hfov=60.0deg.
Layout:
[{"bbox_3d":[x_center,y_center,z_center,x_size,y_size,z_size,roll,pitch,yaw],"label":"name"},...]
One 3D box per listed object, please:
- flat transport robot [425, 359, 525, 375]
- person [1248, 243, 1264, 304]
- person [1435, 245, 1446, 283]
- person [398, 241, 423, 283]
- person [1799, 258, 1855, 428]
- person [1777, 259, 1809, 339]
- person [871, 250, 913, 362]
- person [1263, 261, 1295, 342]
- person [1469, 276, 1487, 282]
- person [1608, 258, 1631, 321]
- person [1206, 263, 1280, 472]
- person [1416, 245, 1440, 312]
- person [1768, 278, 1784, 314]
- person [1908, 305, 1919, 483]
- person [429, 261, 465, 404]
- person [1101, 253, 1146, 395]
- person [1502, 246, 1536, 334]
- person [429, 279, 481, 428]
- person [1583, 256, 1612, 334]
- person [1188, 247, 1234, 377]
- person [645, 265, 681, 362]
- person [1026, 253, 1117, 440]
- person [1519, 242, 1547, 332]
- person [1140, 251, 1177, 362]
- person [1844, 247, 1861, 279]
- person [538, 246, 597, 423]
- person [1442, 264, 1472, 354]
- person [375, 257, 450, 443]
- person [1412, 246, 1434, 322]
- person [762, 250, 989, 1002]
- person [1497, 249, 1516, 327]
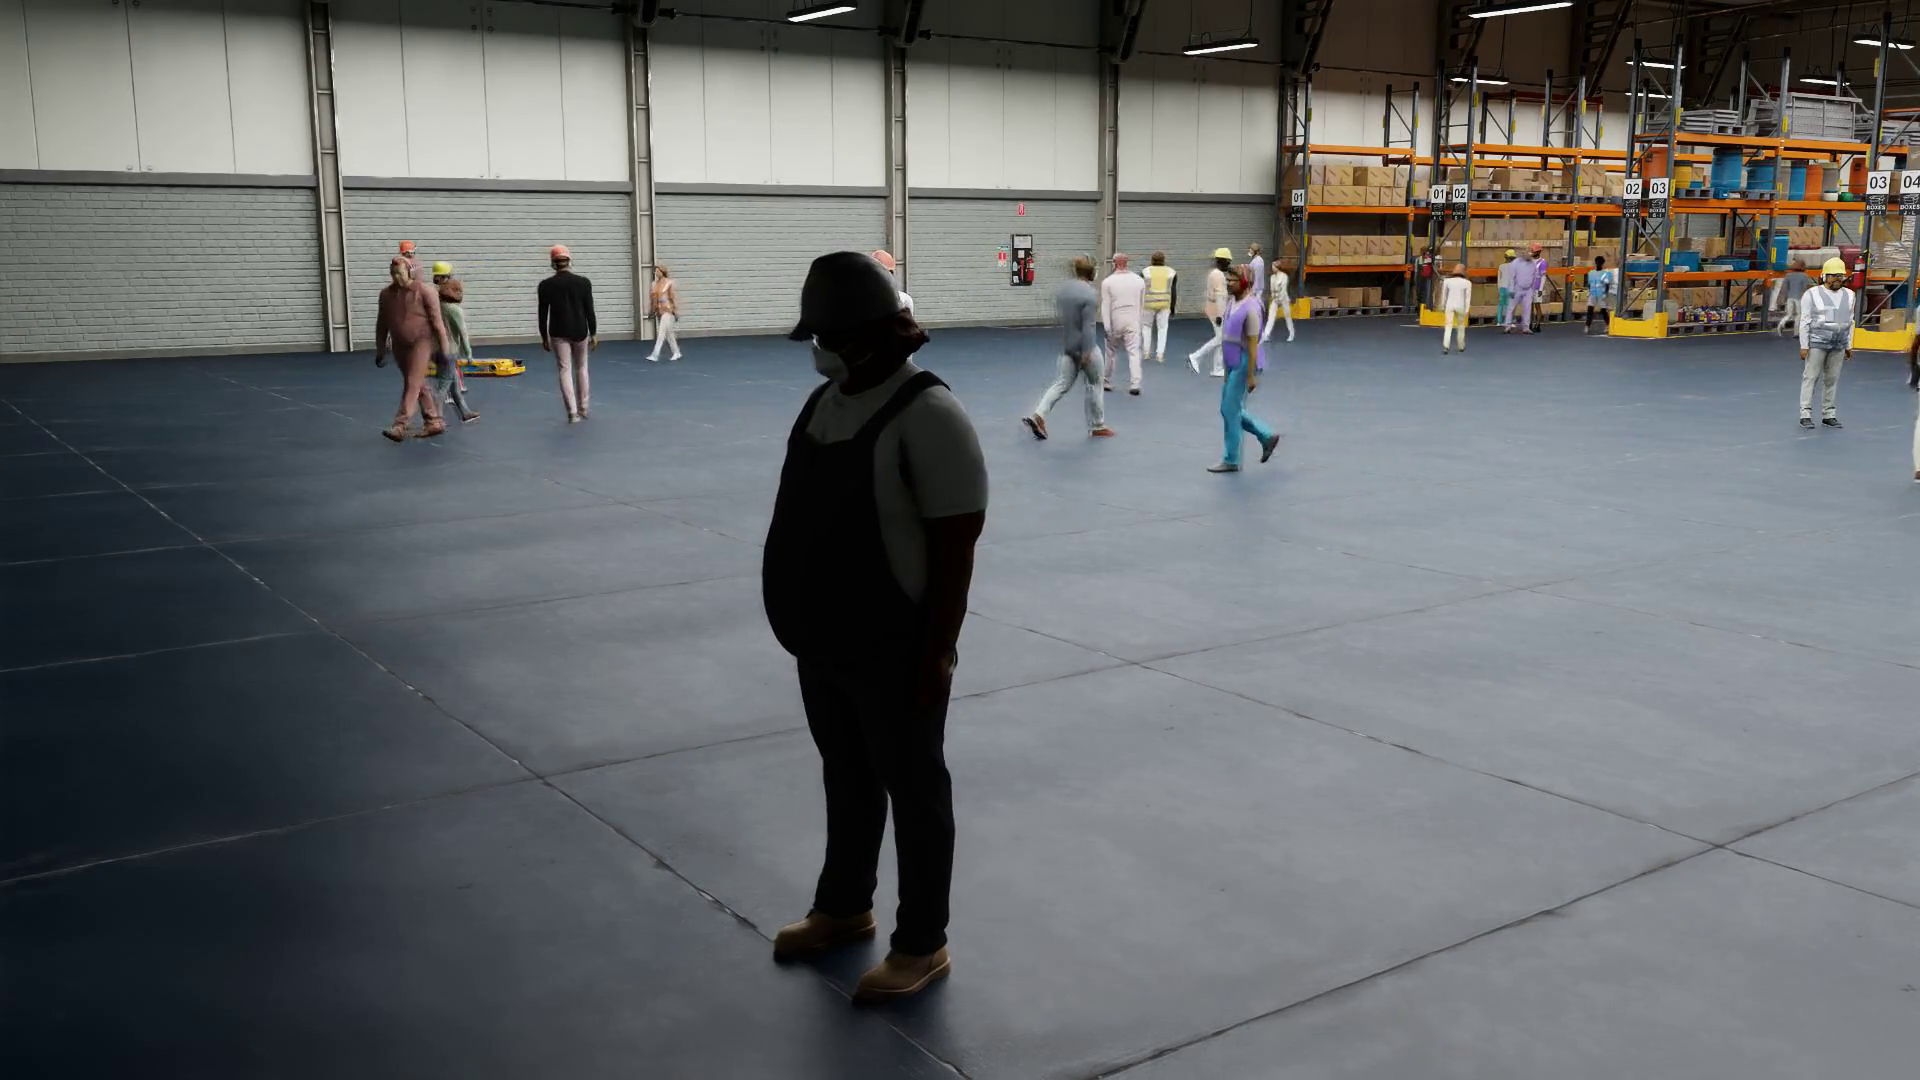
[{"bbox_3d":[-7.289,-2.585,24.784,1.431,0.197,0.652,1,10,4],"label":"flat transport robot"},{"bbox_3d":[5.911,-4.981,33.354,0.373,1.937,0.630,1,10,7],"label":"person"},{"bbox_3d":[12.310,-6.678,42.857,0.680,1.865,0.622,-8,13,-36],"label":"person"},{"bbox_3d":[-9.624,-4.253,29.223,0.392,1.986,0.610,-8,13,-36],"label":"person"},{"bbox_3d":[9.344,-2.114,17.920,0.594,1.832,0.404,-1,10,-4],"label":"person"},{"bbox_3d":[16.783,-4.839,33.458,0.565,1.618,0.504,-6,12,-30],"label":"person"},{"bbox_3d":[-0.672,-1.512,14.328,0.543,1.940,0.361,1,10,4],"label":"person"},{"bbox_3d":[6.273,-4.681,32.643,0.889,1.586,0.525,-6,12,-32],"label":"person"},{"bbox_3d":[13.068,-6.453,42.035,0.916,1.704,0.537,-10,14,-44],"label":"person"},{"bbox_3d":[14.650,-5.454,36.878,0.853,1.596,0.520,-10,14,-42],"label":"person"},{"bbox_3d":[2.495,-1.501,14.552,0.616,1.827,0.577,-1,10,-7],"label":"person"},{"bbox_3d":[11.674,-6.416,41.474,0.626,1.846,0.429,6,12,31],"label":"person"},{"bbox_3d":[21.927,-6.968,44.485,0.934,1.842,0.612,-8,13,-38],"label":"person"},{"bbox_3d":[8.357,-1.416,14.110,0.555,1.822,0.941,10,14,43],"label":"person"},{"bbox_3d":[-6.352,-2.554,20.524,0.365,1.750,0.552,-4,11,-21],"label":"person"},{"bbox_3d":[2.141,-2.844,21.908,0.637,1.846,1.043,-2,11,-12],"label":"person"},{"bbox_3d":[11.897,-5.296,35.318,0.667,1.867,0.690,-3,11,-14],"label":"person"},{"bbox_3d":[-5.466,-2.021,18.038,0.516,1.590,0.814,8,13,38],"label":"person"},{"bbox_3d":[13.629,-5.220,35.426,0.535,1.672,0.753,9,14,42],"label":"person"},{"bbox_3d":[3.719,-3.337,24.435,0.587,1.901,0.619,2,10,9],"label":"person"},{"bbox_3d":[-4.918,-3.738,27.465,0.538,1.592,0.881,7,13,35],"label":"person"},{"bbox_3d":[1.150,-1.953,16.872,0.946,1.901,0.627,-7,12,-32],"label":"person"},{"bbox_3d":[12.407,-5.454,35.945,0.359,1.936,0.544,-4,11,-21],"label":"person"},{"bbox_3d":[3.256,-3.868,27.578,0.639,1.823,0.684,0,10,-2],"label":"person"},{"bbox_3d":[22.942,-6.645,42.744,0.430,1.840,0.625,-7,13,-34],"label":"person"},{"bbox_3d":[-4.414,-2.316,18.723,0.629,1.937,1.011,-3,11,-15],"label":"person"},{"bbox_3d":[8.732,-4.070,29.308,0.512,1.590,0.858,5,11,25],"label":"person"},{"bbox_3d":[-5.565,-1.907,16.746,0.677,1.846,0.988,4,11,19],"label":"person"},{"bbox_3d":[11.145,-6.153,40.073,0.410,1.826,0.542,-10,14,-43],"label":"person"},{"bbox_3d":[-0.271,0.225,4.526,0.536,2.000,0.683,-8,13,-38],"label":"person"},{"bbox_3d":[12.498,-5.738,37.964,0.326,1.769,0.524,-5,12,-27],"label":"person"}]
